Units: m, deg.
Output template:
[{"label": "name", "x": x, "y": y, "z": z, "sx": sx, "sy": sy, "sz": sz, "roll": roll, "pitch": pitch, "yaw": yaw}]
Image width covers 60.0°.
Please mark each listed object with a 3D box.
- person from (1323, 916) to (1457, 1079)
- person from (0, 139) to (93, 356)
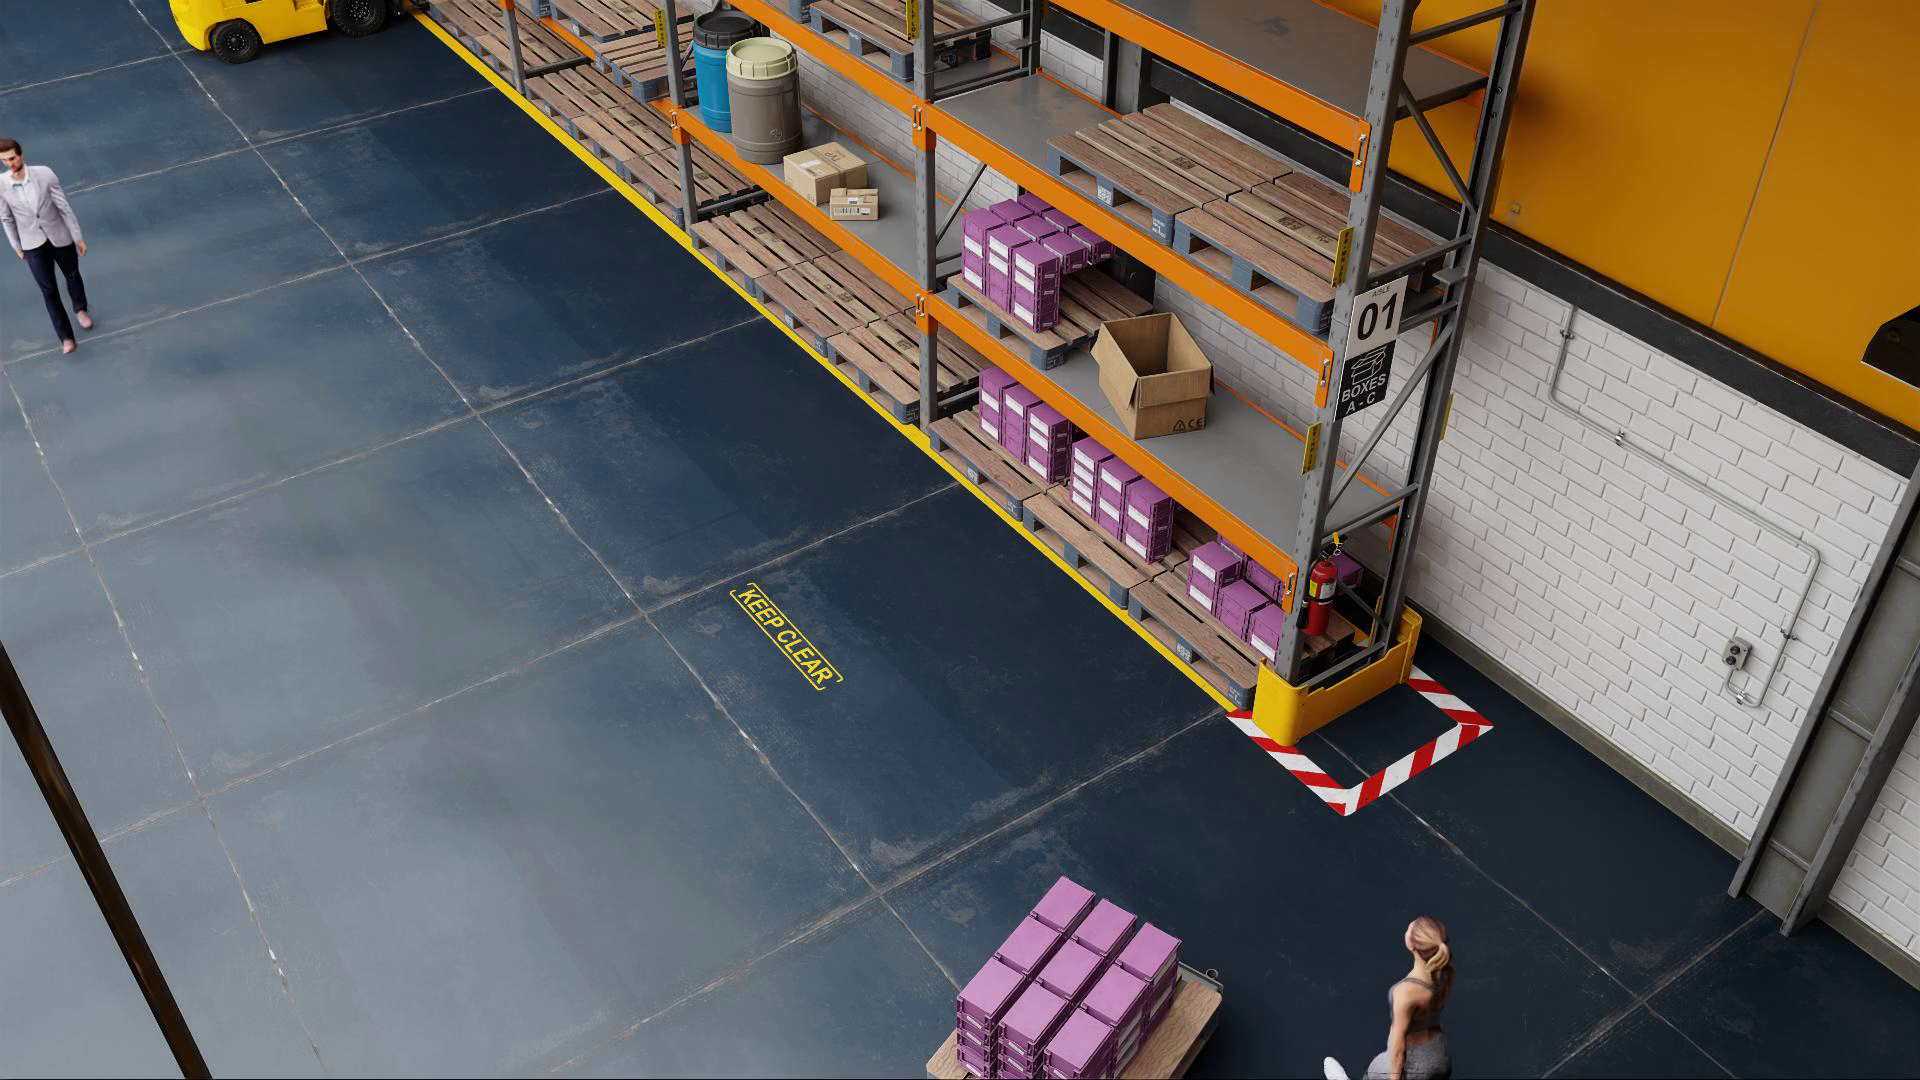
[{"label": "person", "x": 2.159, "y": 2.504, "z": 7.729, "sx": 0.631, "sy": 1.634, "sz": 1.134, "roll": -23, "pitch": 44, "yaw": -26}, {"label": "person", "x": -7.631, "y": -2.540, "z": 13.903, "sx": 0.760, "sy": 1.811, "sz": 1.104, "roll": -20, "pitch": 43, "yaw": -23}]
